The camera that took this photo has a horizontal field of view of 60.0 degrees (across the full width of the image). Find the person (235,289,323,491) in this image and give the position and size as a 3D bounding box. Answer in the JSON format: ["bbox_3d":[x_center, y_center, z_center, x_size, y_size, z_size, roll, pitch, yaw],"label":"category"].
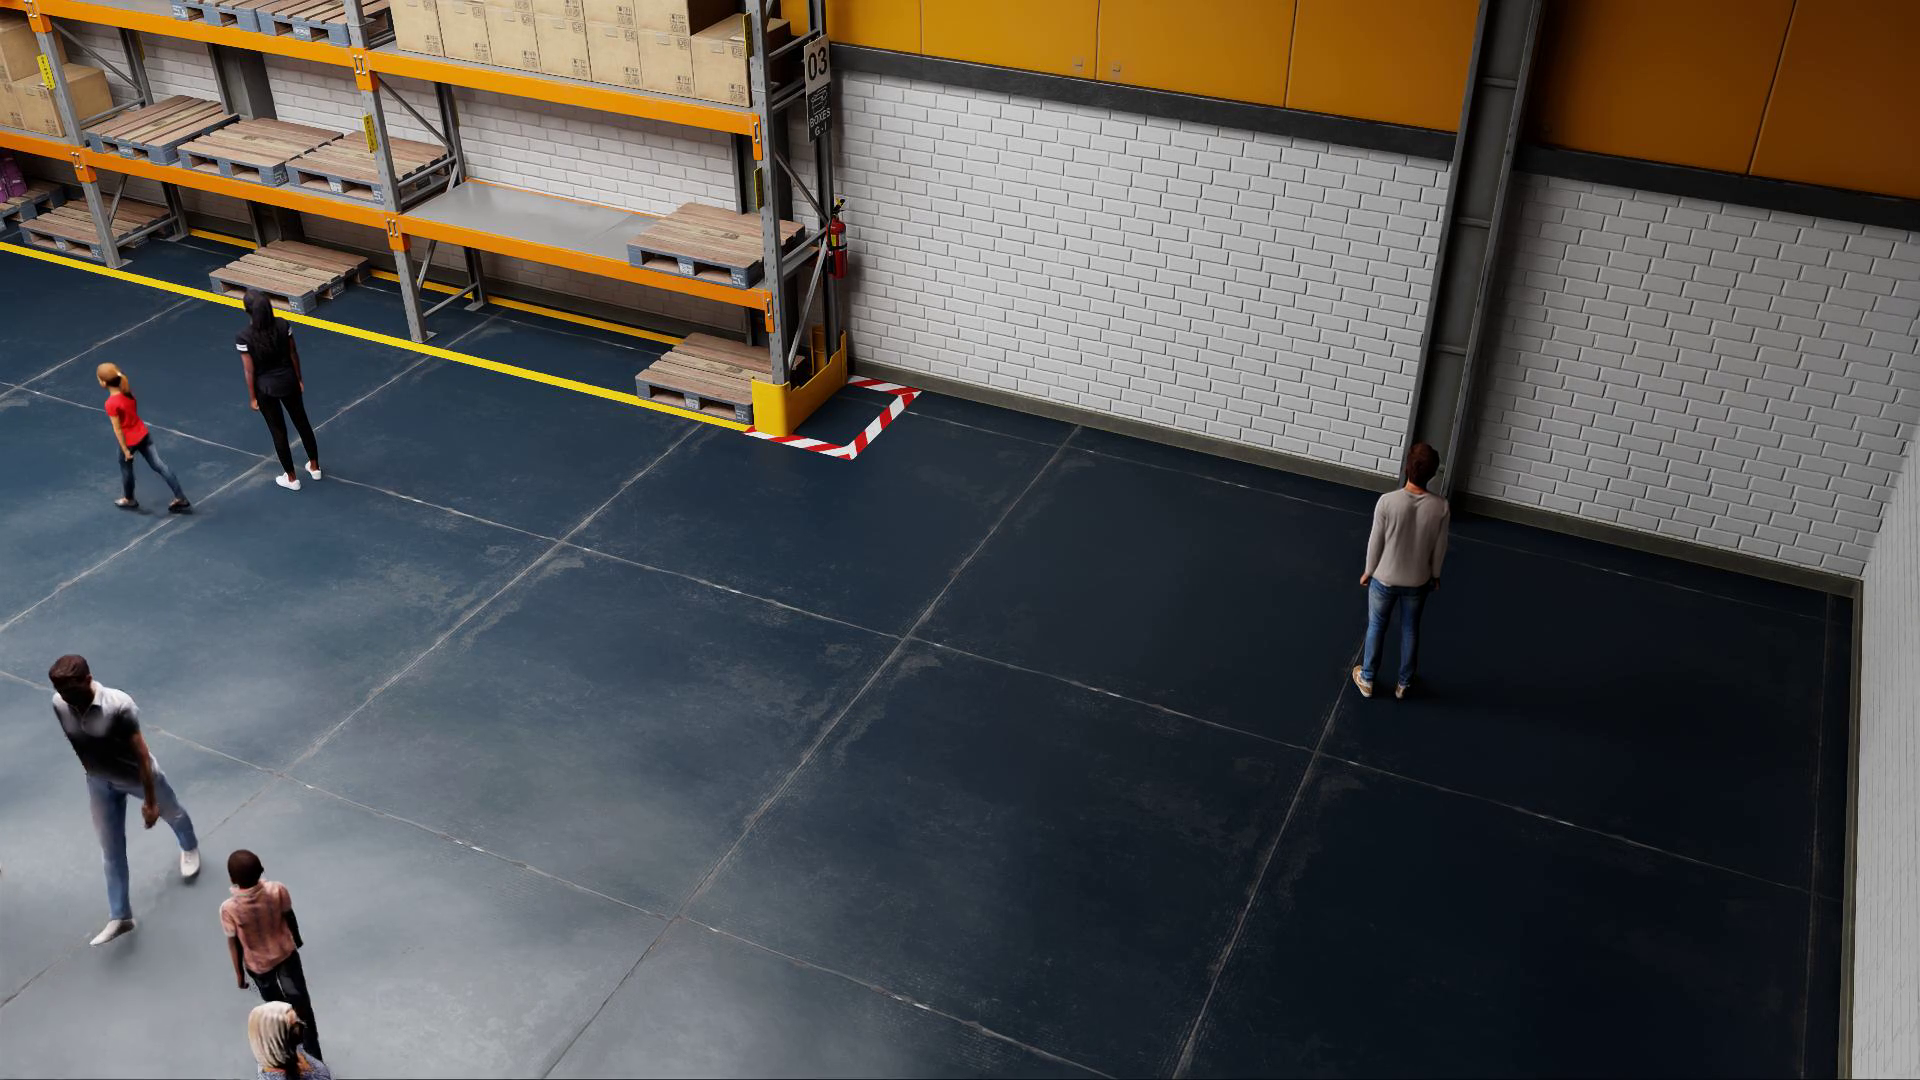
[{"bbox_3d":[-5.443,-1.210,13.264,0.677,1.728,0.681,27,42,34],"label":"person"}]

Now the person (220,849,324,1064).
[{"bbox_3d":[-3.539,2.175,8.572,0.836,1.283,1.007,-20,39,-28],"label":"person"}]

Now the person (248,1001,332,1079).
[{"bbox_3d":[-2.993,2.717,7.403,1.144,1.676,1.117,-13,36,-19],"label":"person"}]

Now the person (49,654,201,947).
[{"bbox_3d":[-4.688,1.297,9.428,1.205,1.798,1.050,-1,34,-1],"label":"person"}]

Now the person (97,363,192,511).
[{"bbox_3d":[-6.391,-0.777,13.012,0.893,1.285,0.533,9,35,13],"label":"person"}]

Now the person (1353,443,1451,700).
[{"bbox_3d":[2.906,0.227,10.944,0.612,1.902,0.792,4,34,7],"label":"person"}]
